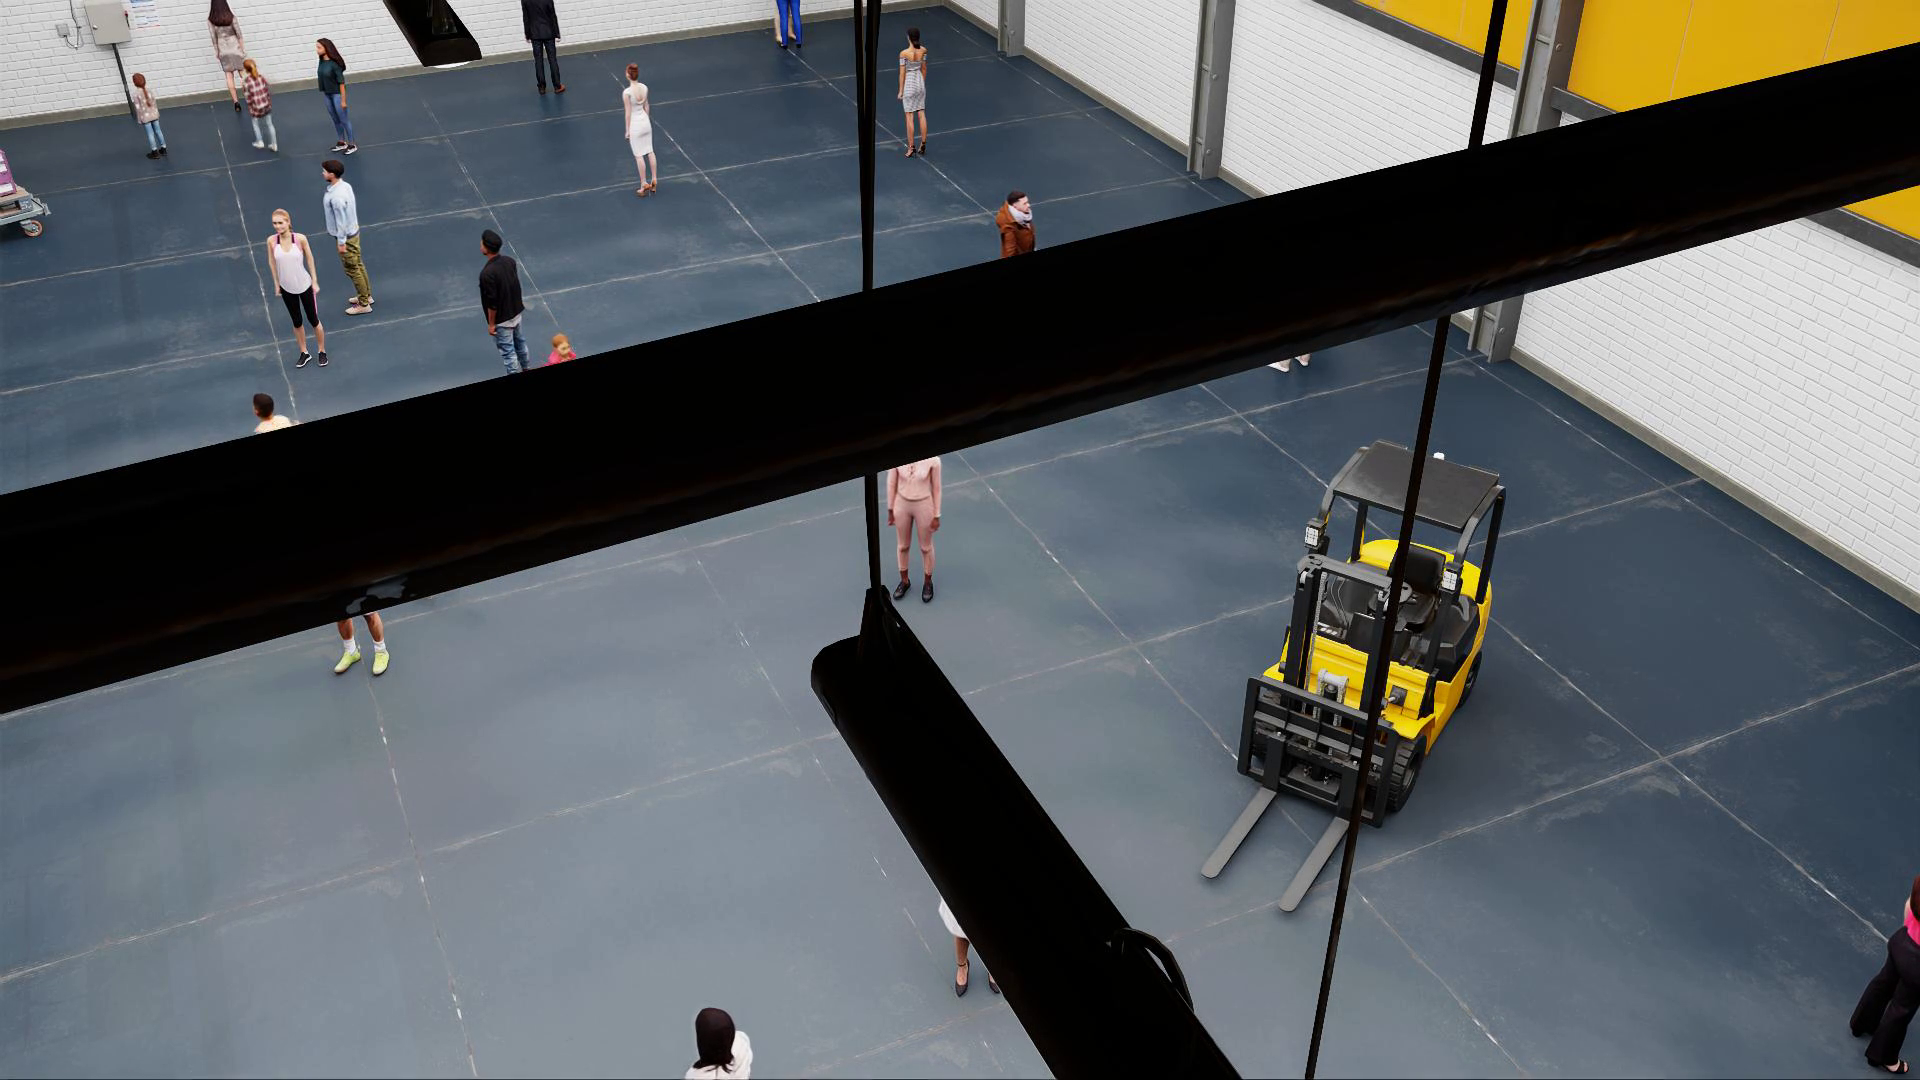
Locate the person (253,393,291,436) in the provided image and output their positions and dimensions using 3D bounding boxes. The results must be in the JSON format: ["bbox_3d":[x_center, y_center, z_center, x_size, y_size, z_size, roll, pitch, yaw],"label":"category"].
[{"bbox_3d":[-6.122,-0.654,15.124,1.022,1.440,0.842,21,39,28],"label":"person"}]

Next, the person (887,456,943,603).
[{"bbox_3d":[-0.385,-0.252,14.266,0.698,1.721,0.724,7,34,10],"label":"person"}]

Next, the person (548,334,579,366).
[{"bbox_3d":[-3.915,-1.453,16.467,0.668,1.284,0.951,-23,40,-31],"label":"person"}]

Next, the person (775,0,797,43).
[{"bbox_3d":[-2.962,-9.206,27.757,0.665,1.699,0.634,-23,40,-31],"label":"person"}]

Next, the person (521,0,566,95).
[{"bbox_3d":[-6.400,-7.748,25.472,0.766,1.800,0.718,-2,34,-3],"label":"person"}]

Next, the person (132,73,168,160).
[{"bbox_3d":[-11.386,-5.957,23.324,0.592,1.194,0.561,20,38,27],"label":"person"}]

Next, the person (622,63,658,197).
[{"bbox_3d":[-4.238,-5.428,21.988,0.634,1.793,0.647,24,41,32],"label":"person"}]

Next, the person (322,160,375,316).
[{"bbox_3d":[-7.017,-3.484,19.046,0.798,1.812,0.614,-5,34,-7],"label":"person"}]

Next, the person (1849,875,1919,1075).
[{"bbox_3d":[5.820,2.542,10.117,0.717,1.660,0.612,4,34,5],"label":"person"}]

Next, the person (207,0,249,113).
[{"bbox_3d":[-10.870,-7.259,24.785,0.626,1.746,0.575,-7,34,-11],"label":"person"}]

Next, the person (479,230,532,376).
[{"bbox_3d":[-4.753,-2.379,17.382,0.836,1.813,0.780,12,36,18],"label":"person"}]

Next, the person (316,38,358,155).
[{"bbox_3d":[-8.783,-6.256,23.393,0.673,1.616,0.762,22,39,29],"label":"person"}]

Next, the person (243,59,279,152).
[{"bbox_3d":[-9.855,-6.132,23.500,0.760,1.291,0.667,28,43,35],"label":"person"}]

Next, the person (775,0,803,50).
[{"bbox_3d":[-2.828,-8.967,27.396,0.646,1.700,0.587,-9,35,-14],"label":"person"}]

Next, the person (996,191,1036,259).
[{"bbox_3d":[0.605,-2.957,18.231,0.905,1.837,0.818,4,34,6],"label":"person"}]

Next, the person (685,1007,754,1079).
[{"bbox_3d":[-1.294,3.170,9.192,0.746,1.638,0.700,14,36,20],"label":"person"}]

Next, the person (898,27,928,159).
[{"bbox_3d":[-0.639,-6.252,23.200,0.633,1.822,0.577,-20,39,-28],"label":"person"}]

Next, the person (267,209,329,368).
[{"bbox_3d":[-7.144,-2.726,17.928,0.672,1.788,0.630,-4,34,-5],"label":"person"}]
